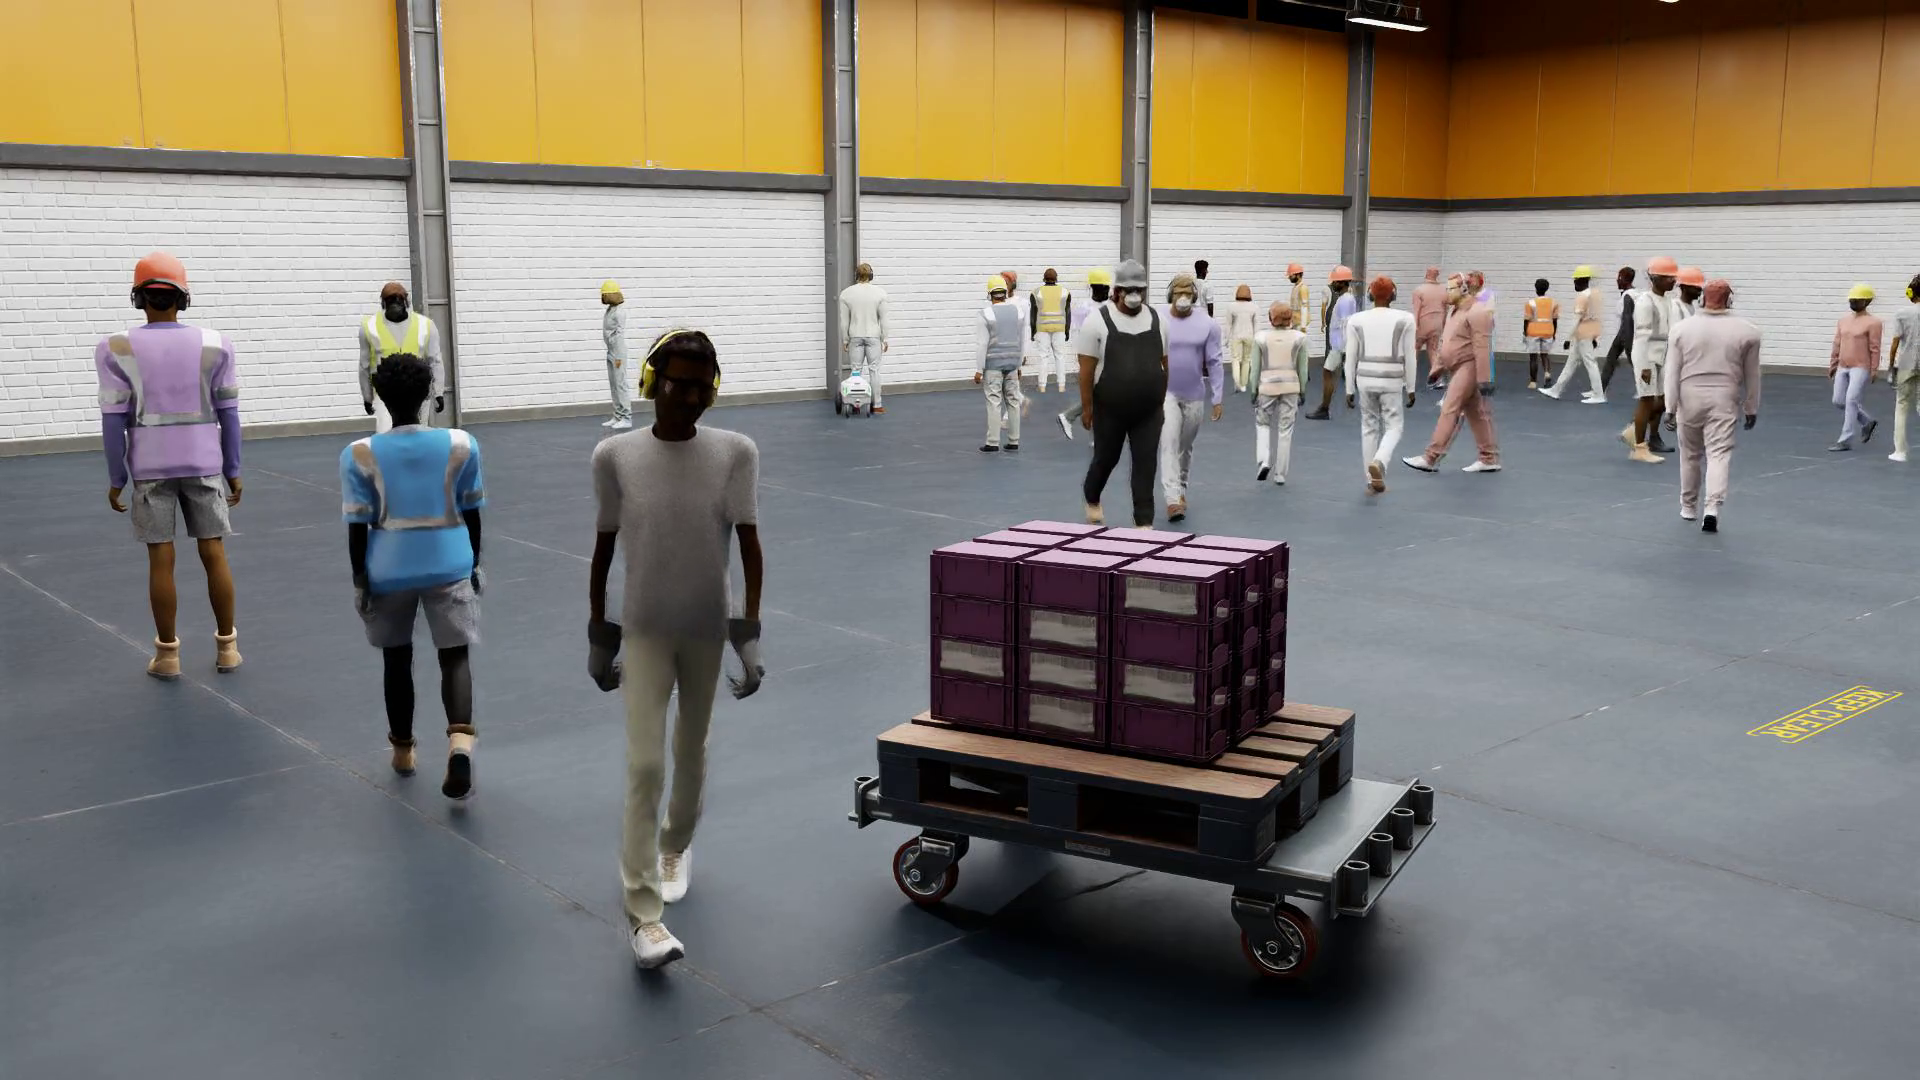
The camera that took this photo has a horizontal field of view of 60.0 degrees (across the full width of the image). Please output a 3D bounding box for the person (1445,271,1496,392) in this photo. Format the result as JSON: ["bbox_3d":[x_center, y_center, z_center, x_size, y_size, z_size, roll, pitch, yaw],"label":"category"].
[{"bbox_3d":[7.654,-3.078,24.671,0.953,1.784,0.607,-6,11,-31],"label":"person"}]

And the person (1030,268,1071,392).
[{"bbox_3d":[1.340,-3.115,24.758,0.624,1.844,0.430,-1,10,-3],"label":"person"}]

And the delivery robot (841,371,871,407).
[{"bbox_3d":[-1.323,-1.898,21.122,0.477,0.478,0.707,-1,10,-8],"label":"delivery robot"}]

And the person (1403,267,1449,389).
[{"bbox_3d":[7.117,-3.222,25.385,0.682,1.857,0.714,-3,10,-18],"label":"person"}]

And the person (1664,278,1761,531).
[{"bbox_3d":[5.601,-1.014,12.403,0.657,1.865,0.980,4,10,22],"label":"person"}]

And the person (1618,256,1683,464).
[{"bbox_3d":[6.771,-1.752,16.257,0.609,2.030,0.462,-9,13,-42],"label":"person"}]

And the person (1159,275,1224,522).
[{"bbox_3d":[1.710,-1.107,12.906,0.647,1.881,1.070,0,10,0],"label":"person"}]

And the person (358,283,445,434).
[{"bbox_3d":[-4.483,-1.157,13.409,0.641,1.796,0.902,-4,11,-23],"label":"person"}]

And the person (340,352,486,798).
[{"bbox_3d":[-2.032,0.130,6.253,0.530,1.673,0.768,-4,10,-21],"label":"person"}]

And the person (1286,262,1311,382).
[{"bbox_3d":[5.436,-3.496,26.769,0.422,1.923,0.548,0,10,-3],"label":"person"}]

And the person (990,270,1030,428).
[{"bbox_3d":[0.621,-2.259,19.676,0.598,1.864,0.597,-9,13,-43],"label":"person"}]

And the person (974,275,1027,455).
[{"bbox_3d":[0.396,-1.784,17.016,0.587,1.826,0.404,-6,11,-31],"label":"person"}]

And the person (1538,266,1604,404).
[{"bbox_3d":[8.476,-2.819,22.901,0.958,1.876,0.616,6,12,32],"label":"person"}]

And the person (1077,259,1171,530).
[{"bbox_3d":[1.170,-1.045,12.057,0.695,2.000,0.851,-2,10,-12],"label":"person"}]

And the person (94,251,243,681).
[{"bbox_3d":[-3.766,-0.347,7.965,0.609,2.043,0.397,-6,11,-31],"label":"person"}]

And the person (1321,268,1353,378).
[{"bbox_3d":[6.240,-3.598,27.576,0.506,1.846,0.351,3,10,19],"label":"person"}]

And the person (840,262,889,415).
[{"bbox_3d":[-1.212,-2.557,21.212,0.632,1.940,0.372,1,10,5],"label":"person"}]

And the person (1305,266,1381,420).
[{"bbox_3d":[4.763,-2.416,20.463,0.896,1.910,0.549,3,10,19],"label":"person"}]

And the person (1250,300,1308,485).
[{"bbox_3d":[2.827,-1.303,14.758,0.512,1.629,0.361,1,10,9],"label":"person"}]

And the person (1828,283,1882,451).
[{"bbox_3d":[9.356,-1.801,17.319,0.643,1.750,0.535,-3,10,-18],"label":"person"}]

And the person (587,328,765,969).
[{"bbox_3d":[-0.833,0.289,4.923,0.501,1.812,0.955,-3,10,-19],"label":"person"}]

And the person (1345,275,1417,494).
[{"bbox_3d":[3.518,-1.287,13.972,0.591,1.869,0.624,5,11,26],"label":"person"}]

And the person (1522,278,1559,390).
[{"bbox_3d":[8.765,-3.110,25.156,0.550,1.686,0.369,0,10,-3],"label":"person"}]

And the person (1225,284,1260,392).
[{"bbox_3d":[4.187,-2.983,24.658,0.503,1.615,0.640,1,10,6],"label":"person"}]

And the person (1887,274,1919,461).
[{"bbox_3d":[9.357,-1.660,16.229,0.536,1.849,0.628,2,10,13],"label":"person"}]

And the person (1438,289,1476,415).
[{"bbox_3d":[6.322,-2.367,21.064,0.342,1.613,0.513,1,10,5],"label":"person"}]

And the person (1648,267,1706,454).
[{"bbox_3d":[7.425,-1.804,16.916,0.542,1.896,0.886,-7,12,-35],"label":"person"}]

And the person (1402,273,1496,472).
[{"bbox_3d":[4.580,-1.539,15.469,0.999,1.856,0.648,0,10,1],"label":"person"}]

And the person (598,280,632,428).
[{"bbox_3d":[-4.091,-2.191,19.658,0.323,1.739,0.488,-5,11,-26],"label":"person"}]

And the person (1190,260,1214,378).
[{"bbox_3d":[3.962,-3.664,27.608,0.608,1.966,0.371,9,13,44],"label":"person"}]

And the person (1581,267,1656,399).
[{"bbox_3d":[9.455,-2.932,23.629,0.987,1.872,0.605,3,10,19],"label":"person"}]

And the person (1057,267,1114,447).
[{"bbox_3d":[1.370,-1.931,17.616,0.673,1.911,0.589,5,11,26],"label":"person"}]
